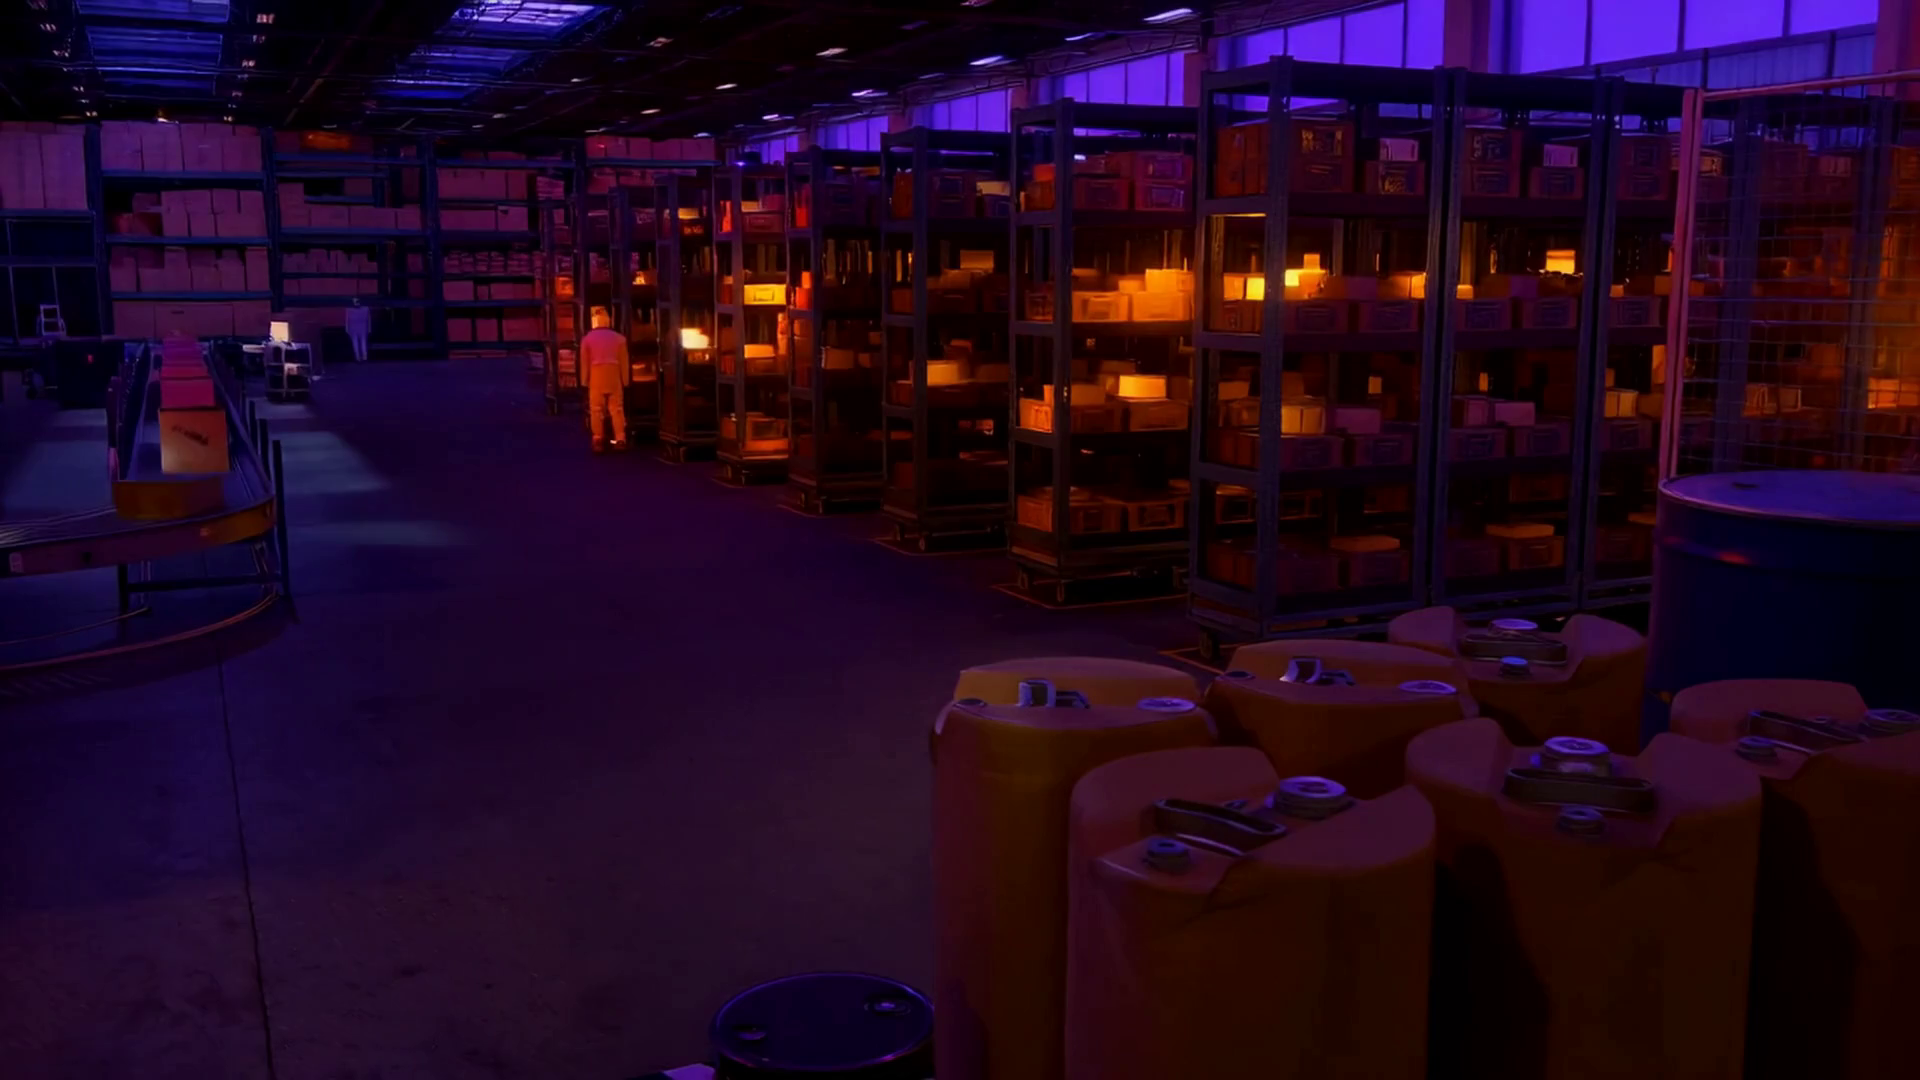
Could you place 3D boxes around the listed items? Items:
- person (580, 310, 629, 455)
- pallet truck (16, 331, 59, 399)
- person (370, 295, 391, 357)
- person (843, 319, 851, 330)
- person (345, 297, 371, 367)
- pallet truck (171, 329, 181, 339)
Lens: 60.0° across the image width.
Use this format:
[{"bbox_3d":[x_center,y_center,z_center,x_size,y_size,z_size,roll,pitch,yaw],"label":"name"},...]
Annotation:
[{"bbox_3d":[-4.706,-2.078,21.993,0.643,1.908,0.399,-4,10,-23],"label":"person"},{"bbox_3d":[-17.082,-3.353,31.781,1.630,1.274,0.653,-4,10,-25],"label":"pallet truck"},{"bbox_3d":[-16.373,-6.037,47.008,0.526,1.762,0.335,-4,10,-23],"label":"person"},{"bbox_3d":[-2.569,-4.344,36.674,0.906,1.702,0.567,5,10,27],"label":"person"},{"bbox_3d":[-15.282,-5.270,42.222,0.588,1.766,0.981,-2,9,-12],"label":"person"},{"bbox_3d":[-17.275,-3.851,35.096,1.601,1.201,0.680,0,9,1],"label":"pallet truck"}]
